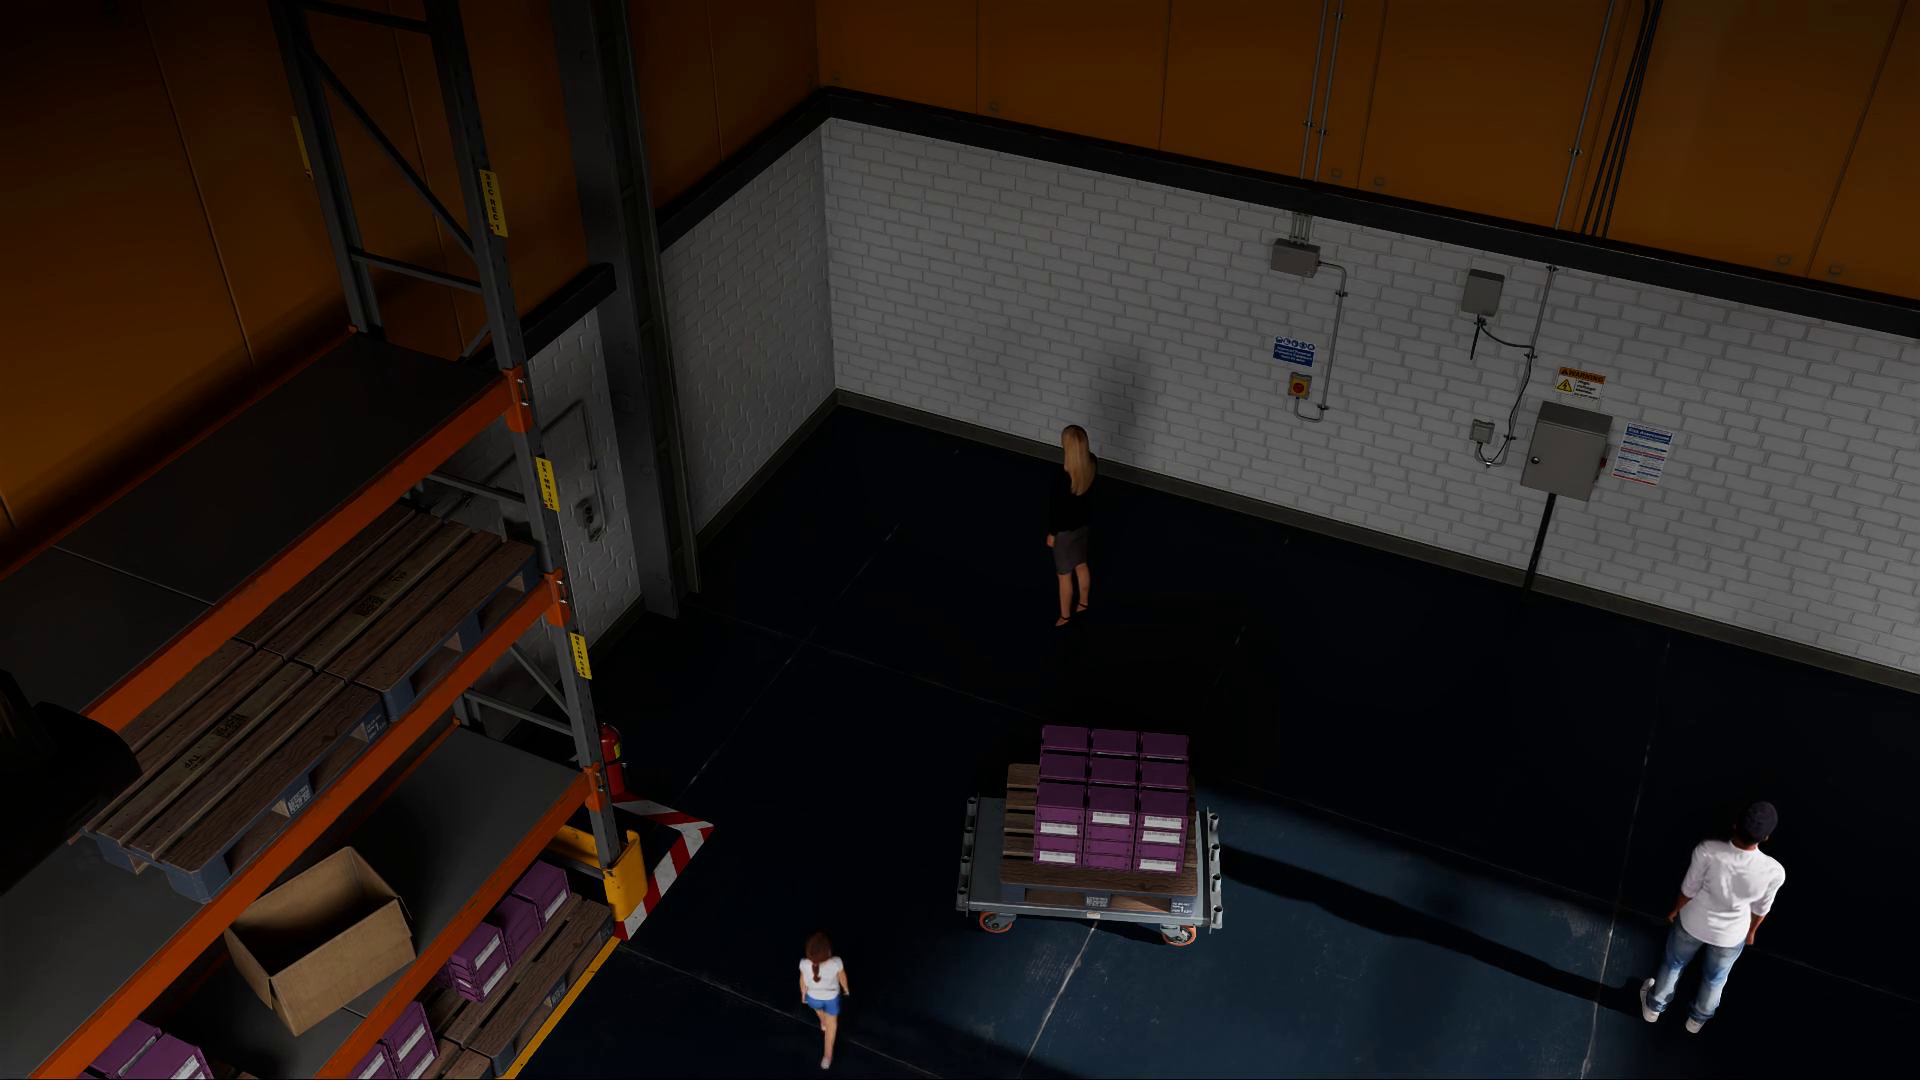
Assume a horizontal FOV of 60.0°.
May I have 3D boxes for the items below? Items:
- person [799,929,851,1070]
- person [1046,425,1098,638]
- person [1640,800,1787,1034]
[{"bbox_3d":[-0.794,2.635,9.588,0.602,1.005,0.773,0,39,1],"label":"person"},{"bbox_3d":[0.833,-0.065,12.299,0.704,1.841,0.563,27,46,29],"label":"person"},{"bbox_3d":[4.323,2.162,9.531,0.629,1.816,0.563,15,41,18],"label":"person"}]
